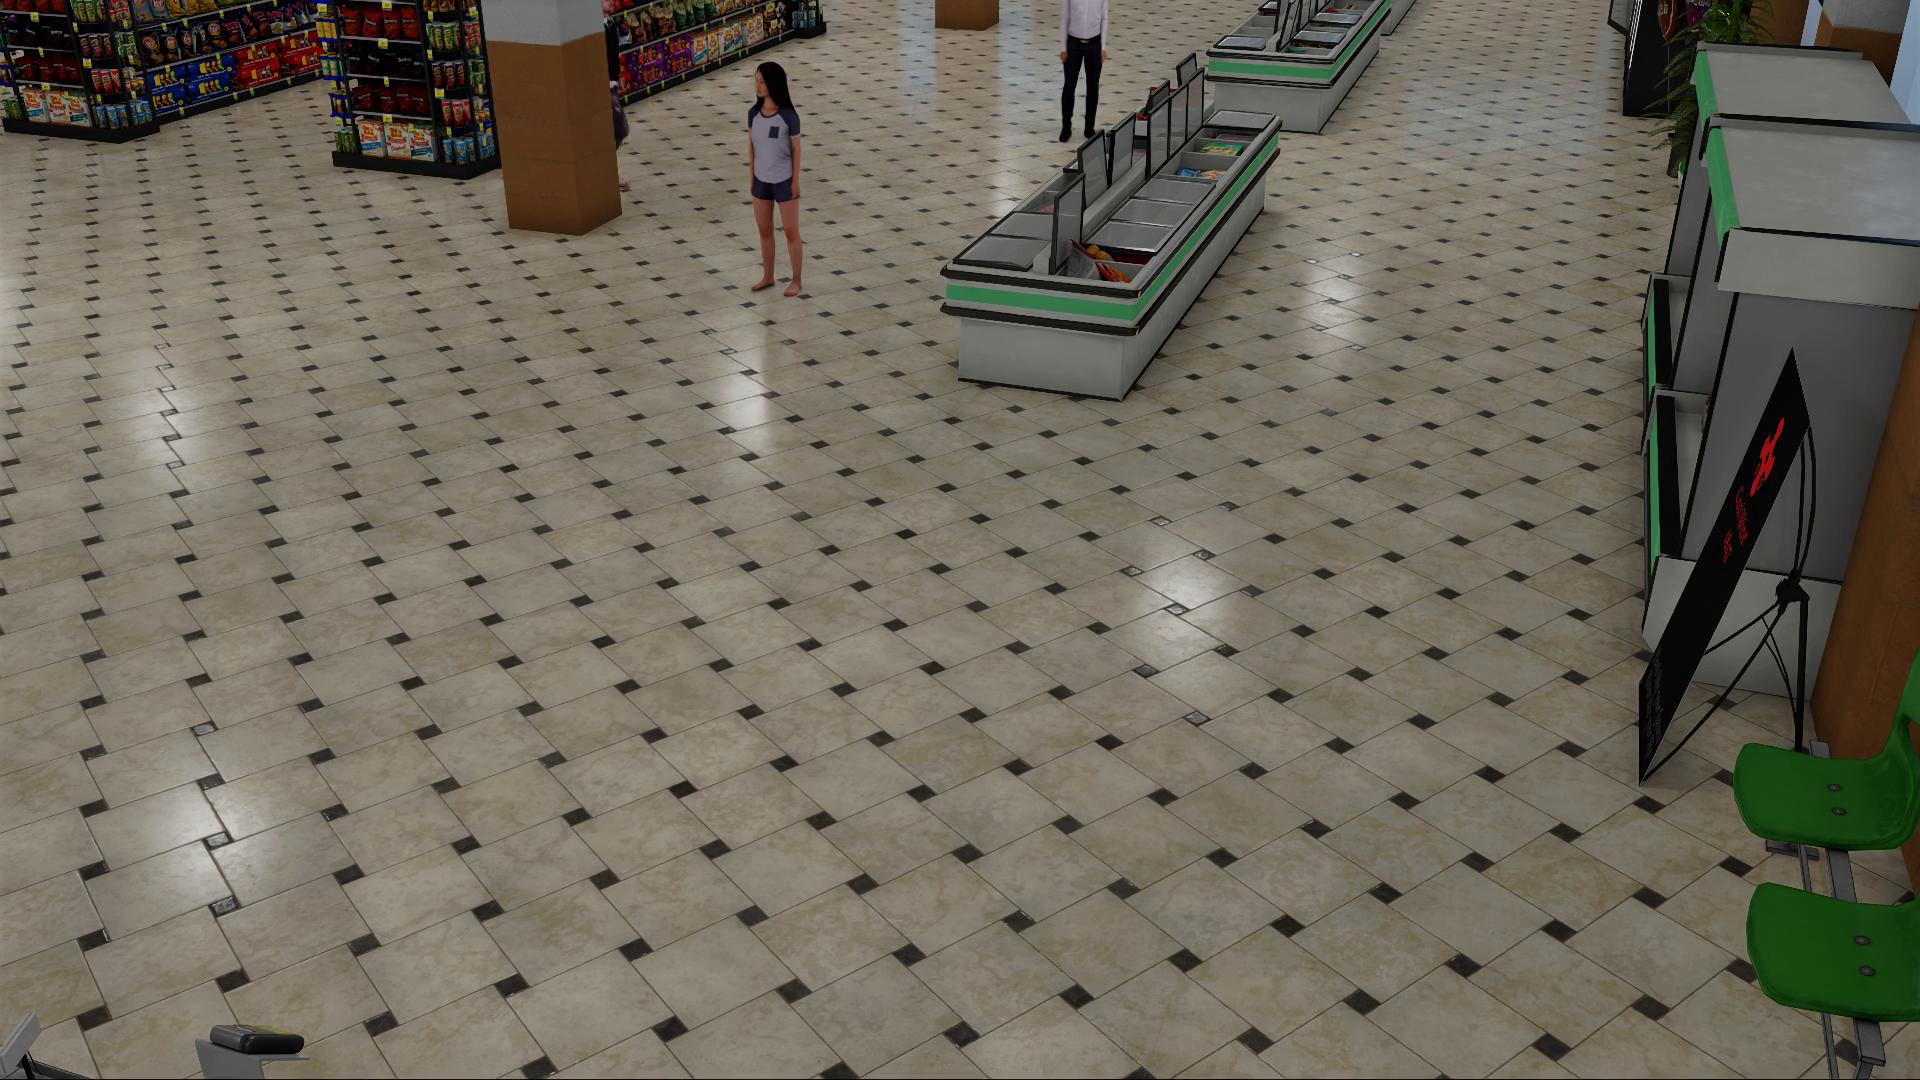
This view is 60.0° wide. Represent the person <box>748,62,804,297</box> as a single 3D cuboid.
[{"bbox_3d":[-1.357,-2.664,12.272,0.618,1.707,0.554,13,30,24],"label":"person"}]

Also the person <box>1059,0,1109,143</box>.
[{"bbox_3d":[1.236,-4.945,16.590,0.697,1.868,0.685,0,27,-1],"label":"person"}]

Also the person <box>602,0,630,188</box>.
[{"bbox_3d":[-3.242,-3.993,14.785,0.927,1.804,0.726,1,27,1],"label":"person"}]
